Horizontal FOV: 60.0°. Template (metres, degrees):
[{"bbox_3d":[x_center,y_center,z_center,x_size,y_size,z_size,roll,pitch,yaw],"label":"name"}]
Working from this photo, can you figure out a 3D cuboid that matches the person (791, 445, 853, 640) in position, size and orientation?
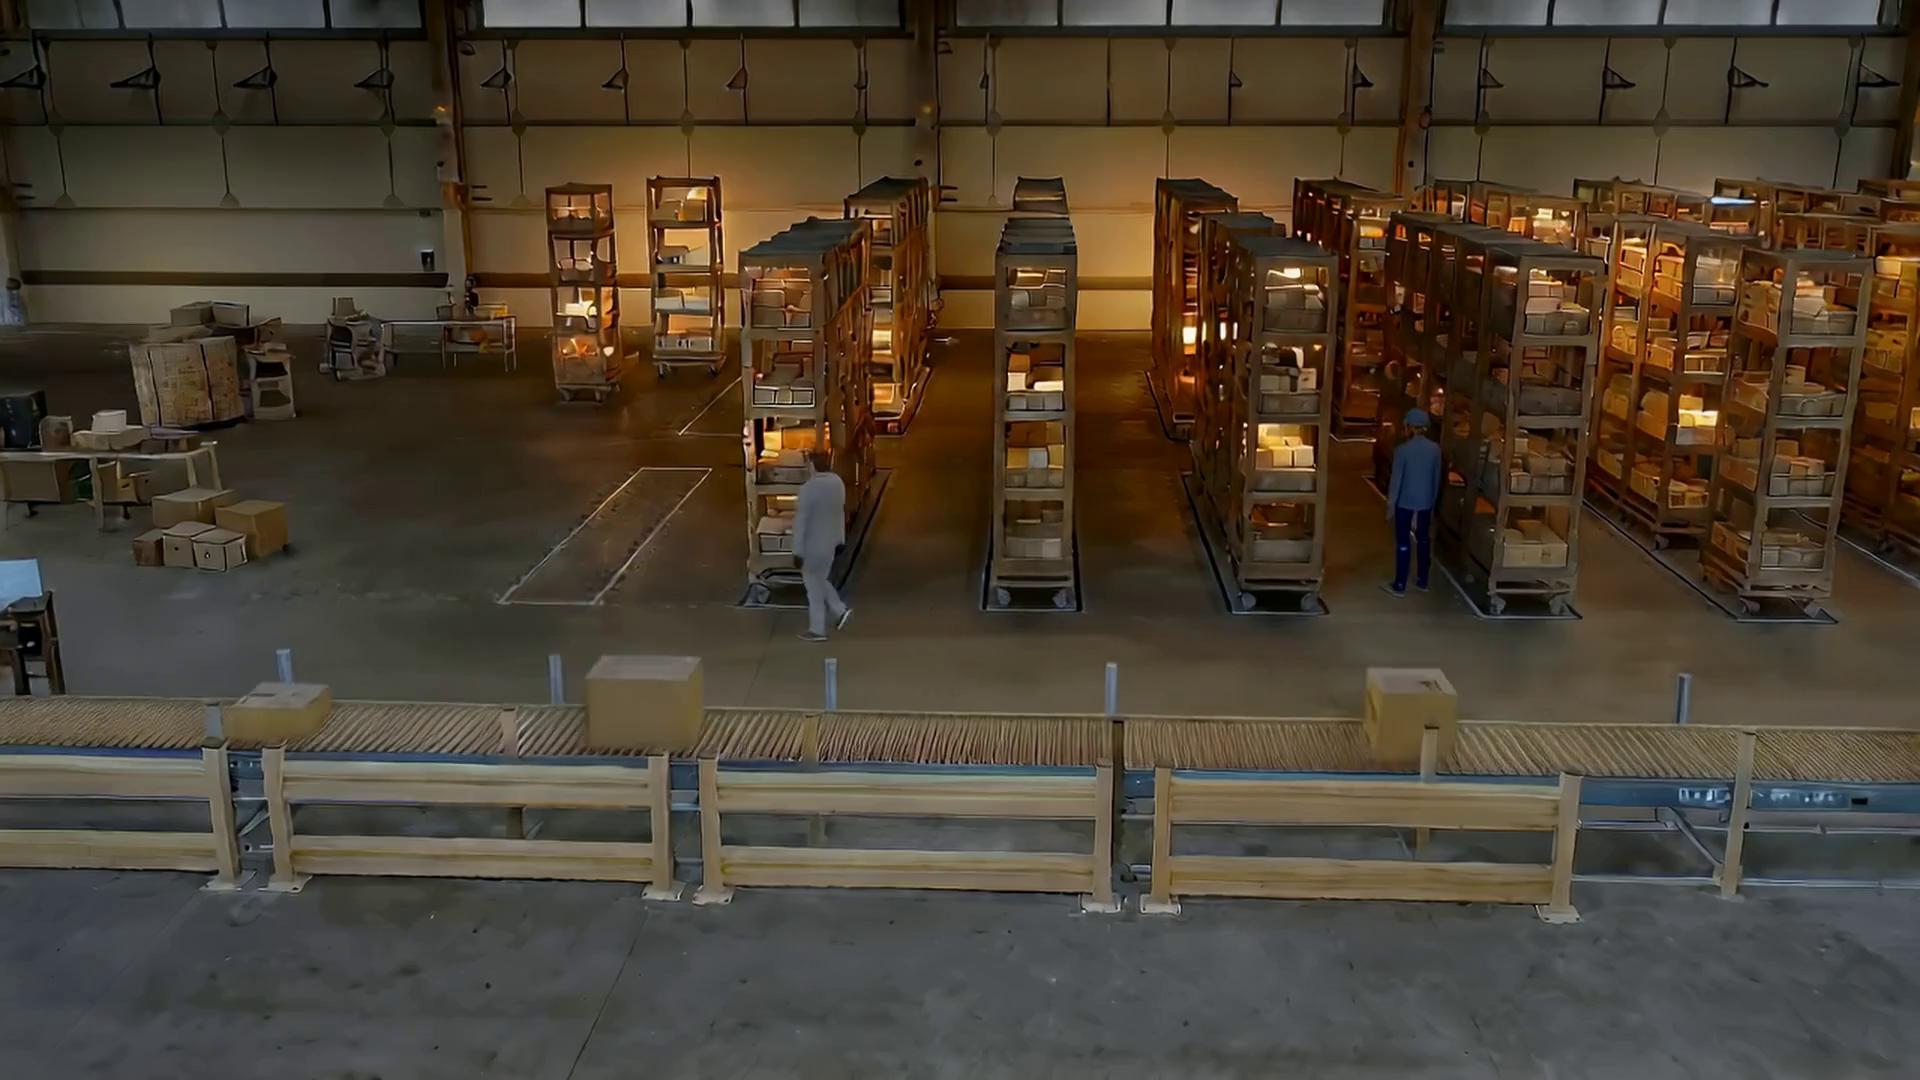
[{"bbox_3d":[-1.360,0.030,15.853,0.443,1.893,0.651,8,17,27],"label":"person"}]

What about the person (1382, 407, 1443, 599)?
[{"bbox_3d":[4.664,-0.382,17.174,0.611,1.996,0.379,-6,16,-20],"label":"person"}]

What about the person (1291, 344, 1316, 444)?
[{"bbox_3d":[4.774,-2.035,23.588,0.567,1.849,0.389,-9,18,-31],"label":"person"}]
